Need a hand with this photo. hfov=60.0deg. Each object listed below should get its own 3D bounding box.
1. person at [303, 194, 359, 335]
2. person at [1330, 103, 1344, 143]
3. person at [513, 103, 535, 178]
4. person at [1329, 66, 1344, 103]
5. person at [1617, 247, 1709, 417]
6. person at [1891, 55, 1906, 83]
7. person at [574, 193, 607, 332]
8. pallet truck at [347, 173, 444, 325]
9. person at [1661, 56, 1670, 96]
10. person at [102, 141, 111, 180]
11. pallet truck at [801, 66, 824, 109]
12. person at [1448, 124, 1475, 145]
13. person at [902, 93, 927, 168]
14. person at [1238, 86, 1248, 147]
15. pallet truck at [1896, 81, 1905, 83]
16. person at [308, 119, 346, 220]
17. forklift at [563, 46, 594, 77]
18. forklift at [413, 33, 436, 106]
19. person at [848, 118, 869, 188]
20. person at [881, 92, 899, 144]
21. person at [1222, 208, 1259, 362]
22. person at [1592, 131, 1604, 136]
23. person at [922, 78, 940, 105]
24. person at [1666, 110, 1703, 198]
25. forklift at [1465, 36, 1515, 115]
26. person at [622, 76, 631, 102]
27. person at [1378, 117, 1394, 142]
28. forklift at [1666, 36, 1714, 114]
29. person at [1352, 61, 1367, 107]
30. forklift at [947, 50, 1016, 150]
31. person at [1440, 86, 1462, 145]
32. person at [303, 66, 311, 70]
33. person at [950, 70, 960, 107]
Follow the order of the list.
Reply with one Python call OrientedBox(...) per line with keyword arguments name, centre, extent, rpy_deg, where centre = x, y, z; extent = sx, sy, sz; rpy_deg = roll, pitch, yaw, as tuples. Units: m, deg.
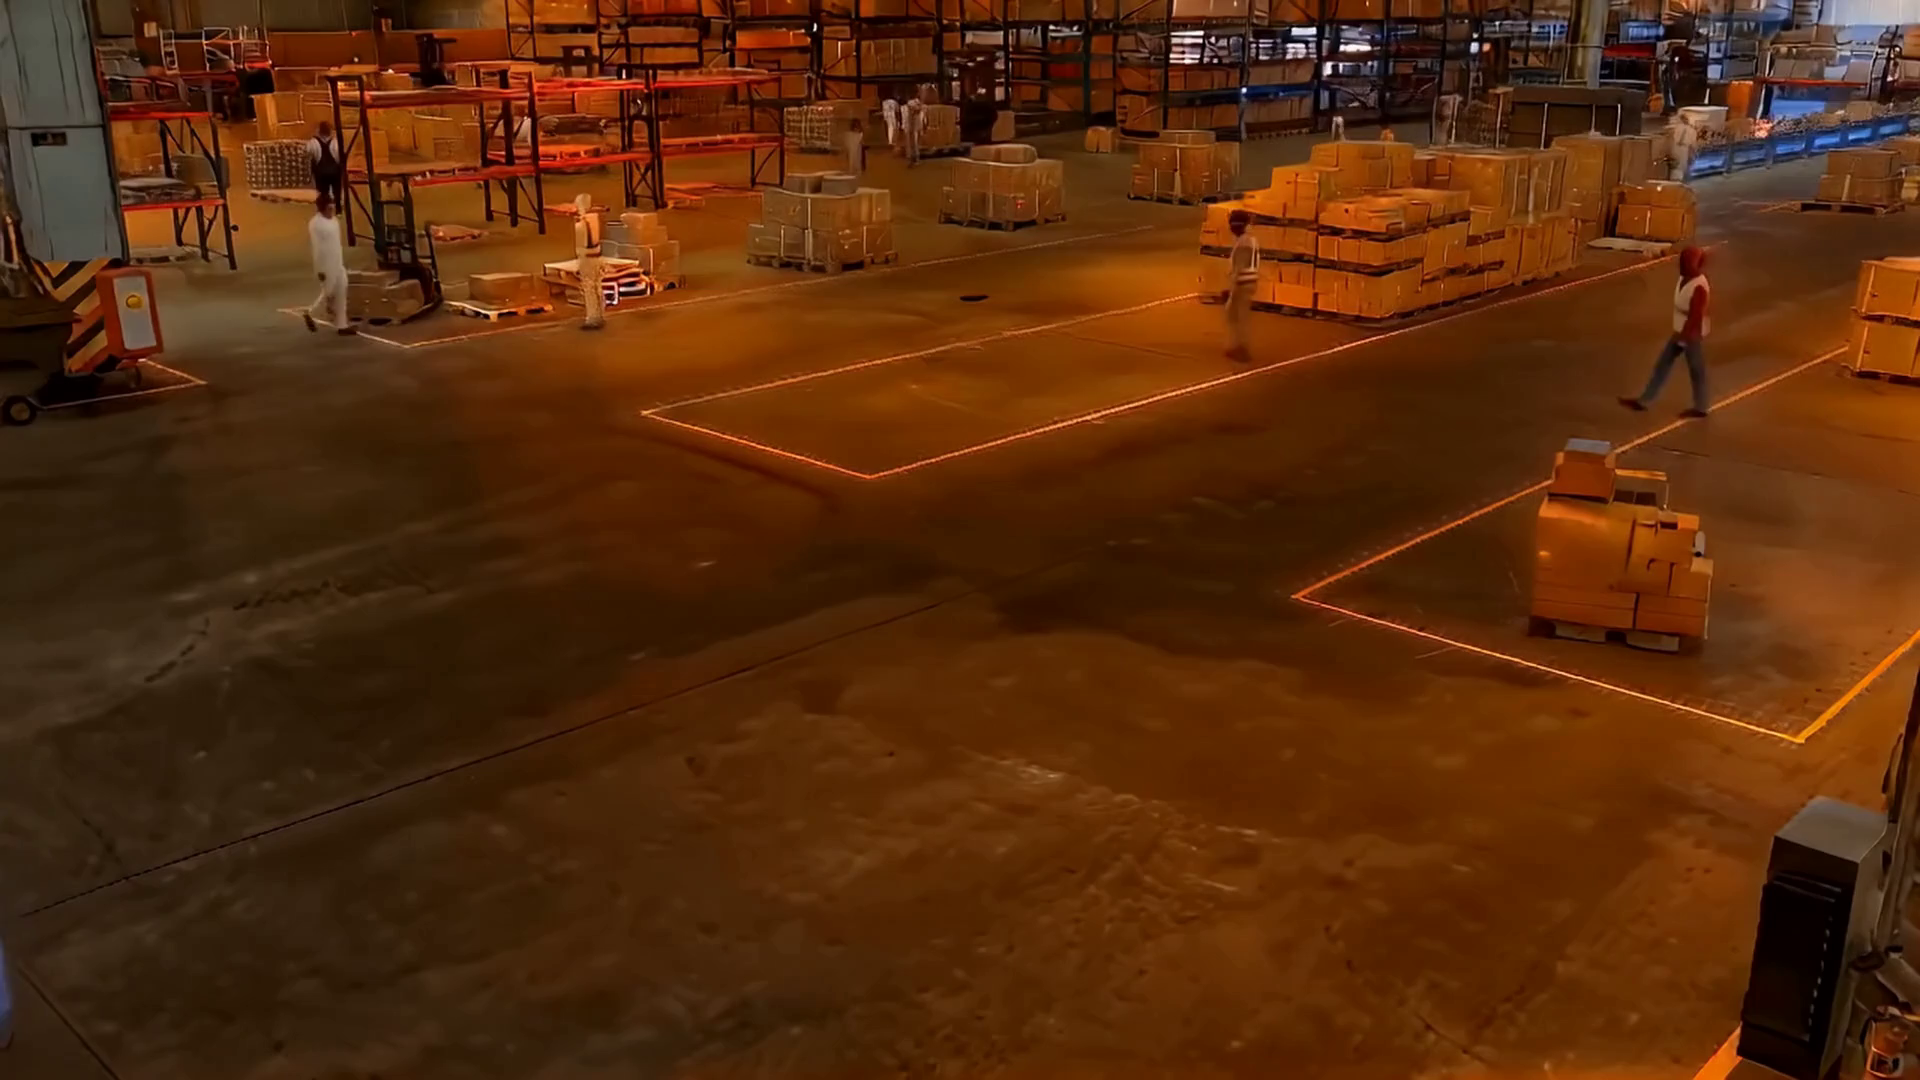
OrientedBox(name="person", centre=(-8.558, -3.700, 22.433), extent=(0.624, 1.919, 0.640), rpy_deg=(4, 19, 12))
OrientedBox(name="person", centre=(9.194, -9.635, 40.384), extent=(0.916, 1.880, 0.587), rpy_deg=(3, 19, 10))
OrientedBox(name="person", centre=(-10.758, -9.886, 41.207), extent=(0.447, 1.830, 0.655), rpy_deg=(7, 20, 21))
OrientedBox(name="person", centre=(14.937, -17.926, 65.766), extent=(0.530, 1.601, 0.744), rpy_deg=(-6, 19, -17))
OrientedBox(name="person", centre=(7.802, -2.251, 18.131), extent=(0.971, 1.868, 0.622), rpy_deg=(1, 18, 3))
OrientedBox(name="person", centre=(39.078, -19.237, 69.298), extent=(0.690, 1.882, 0.415), rpy_deg=(-3, 19, -8))
OrientedBox(name="person", centre=(-5.093, -3.802, 22.794), extent=(0.337, 1.881, 0.584), rpy_deg=(5, 19, 15))
OrientedBox(name="pallet truck", centre=(-8.209, -4.181, 23.757), extent=(0.823, 1.965, 1.885), rpy_deg=(3, 19, 9))
OrientedBox(name="person", centre=(29.994, -19.660, 70.760), extent=(0.329, 1.765, 0.526), rpy_deg=(-2, 18, -7))
OrientedBox(name="person", centre=(-17.990, -7.662, 34.420), extent=(0.947, 1.879, 0.609), rpy_deg=(16, 24, 39))
OrientedBox(name="pallet truck", centre=(-4.812, -15.182, 56.903), extent=(0.823, 1.965, 1.885), rpy_deg=(-9, 21, -26))
OrientedBox(name="person", centre=(10.039, -7.354, 33.387), extent=(0.672, 1.958, 0.495), rpy_deg=(4, 19, 12))
OrientedBox(name="person", centre=(-1.187, -10.714, 43.578), extent=(0.644, 1.898, 0.920), rpy_deg=(-3, 19, -10))
OrientedBox(name="person", centre=(8.409, -12.632, 49.598), extent=(0.343, 1.756, 0.518), rpy_deg=(9, 20, 25))
OrientedBox(name="pallet truck", centre=(34.802, -16.331, 61.455), extent=(0.653, 1.274, 1.630), rpy_deg=(17, 25, 41))
OrientedBox(name="person", centre=(-12.798, -7.527, 33.772), extent=(0.693, 2.000, 0.560), rpy_deg=(-3, 19, -8))
OrientedBox(name="forklift", centre=(-11.745, -13.879, 51.597), extent=(1.873, 2.768, 1.129), rpy_deg=(16, 24, 40))
OrientedBox(name="forklift", centre=(-21.124, -18.666, 66.019), extent=(1.873, 2.768, 1.129), rpy_deg=(3, 19, 9))
OrientedBox(name="person", centre=(-2.285, -8.362, 36.626), extent=(0.527, 1.835, 0.870), rpy_deg=(12, 22, 32))
OrientedBox(name="person", centre=(-2.079, -12.419, 49.183), extent=(0.524, 1.618, 0.703), rpy_deg=(3, 19, 8))
OrientedBox(name="person", centre=(3.512, -3.190, 20.880), extent=(0.491, 1.923, 0.635), rpy_deg=(3, 19, 10))
OrientedBox(name="person", centre=(12.339, -7.051, 32.587), extent=(0.898, 1.872, 0.594), rpy_deg=(11, 21, 29))
OrientedBox(name="person", centre=(-0.926, -13.217, 51.143), extent=(0.921, 1.913, 0.629), rpy_deg=(15, 23, 37))
OrientedBox(name="person", centre=(15.923, -8.427, 36.598), extent=(1.052, 1.960, 0.713), rpy_deg=(-4, 19, -12))
OrientedBox(name="forklift", centre=(19.973, -17.201, 61.605), extent=(1.873, 2.768, 1.129), rpy_deg=(16, 24, 40))
OrientedBox(name="person", centre=(-11.678, -15.307, 57.849), extent=(0.533, 1.624, 0.460), rpy_deg=(0, 18, 0))
OrientedBox(name="person", centre=(9.859, -8.954, 38.624), extent=(0.538, 1.691, 0.319), rpy_deg=(-17, 25, -42))
OrientedBox(name="forklift", centre=(27.341, -17.291, 61.877), extent=(1.129, 2.768, 1.873), rpy_deg=(17, 25, 41))
OrientedBox(name="person", centre=(14.792, -16.604, 61.219), extent=(0.768, 1.966, 0.635), rpy_deg=(-13, 22, -34))
OrientedBox(name="forklift", centre=(0.652, -12.753, 48.206), extent=(1.129, 2.768, 1.873), rpy_deg=(17, 25, 41))
OrientedBox(name="person", centre=(14.169, -12.127, 47.924), extent=(0.648, 1.855, 0.999), rpy_deg=(13, 22, 34))
OrientedBox(name="person", centre=(-23.171, -16.064, 59.722), extent=(0.717, 1.897, 0.597), rpy_deg=(-4, 19, -12))
OrientedBox(name="person", centre=(-0.123, -14.594, 55.228), extent=(0.551, 1.932, 0.376), rpy_deg=(17, 25, 41))
